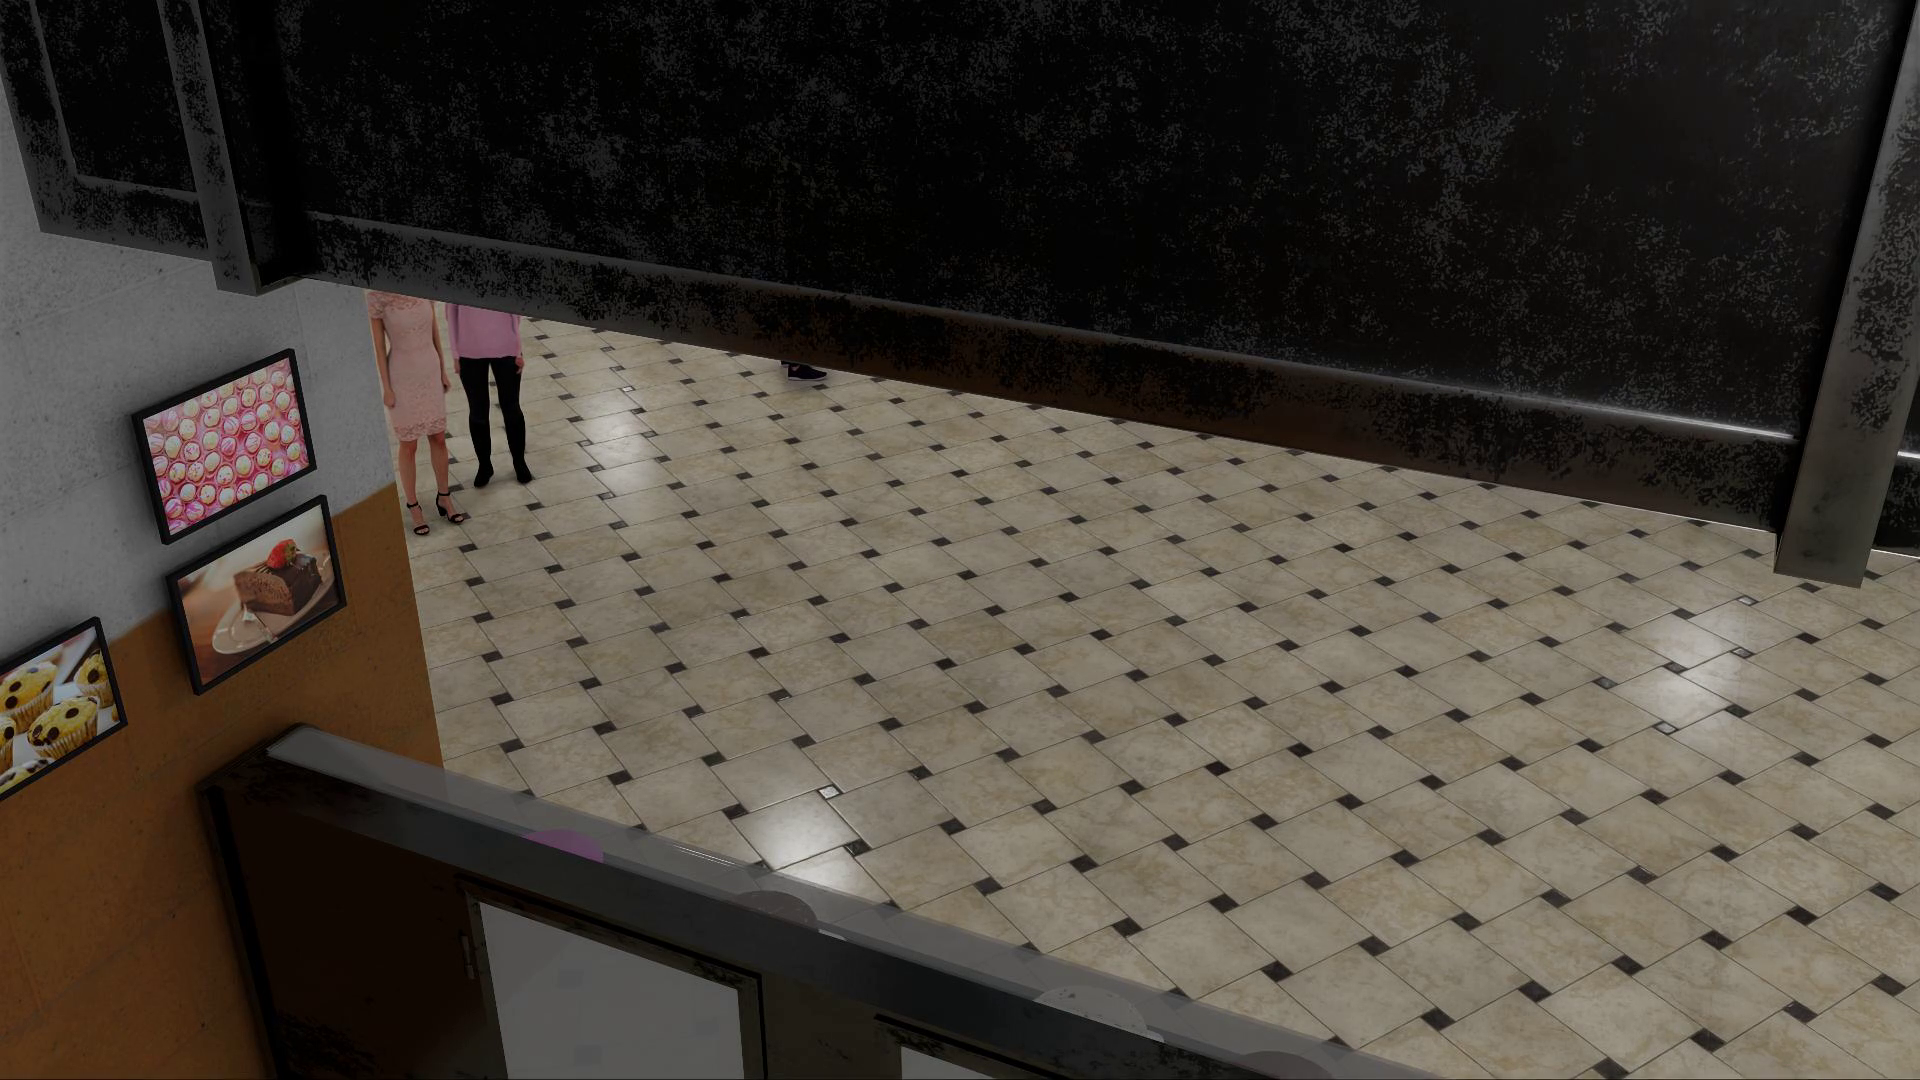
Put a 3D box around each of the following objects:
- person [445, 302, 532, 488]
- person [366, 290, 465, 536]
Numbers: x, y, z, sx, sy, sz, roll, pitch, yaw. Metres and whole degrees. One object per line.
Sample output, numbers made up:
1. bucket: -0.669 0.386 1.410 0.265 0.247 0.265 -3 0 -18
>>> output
1. person: -2.935 -1.166 10.352 0.687 1.688 0.728 -6 28 -12
2. person: -3.191 -0.922 9.713 0.559 1.830 0.695 -23 35 -37
